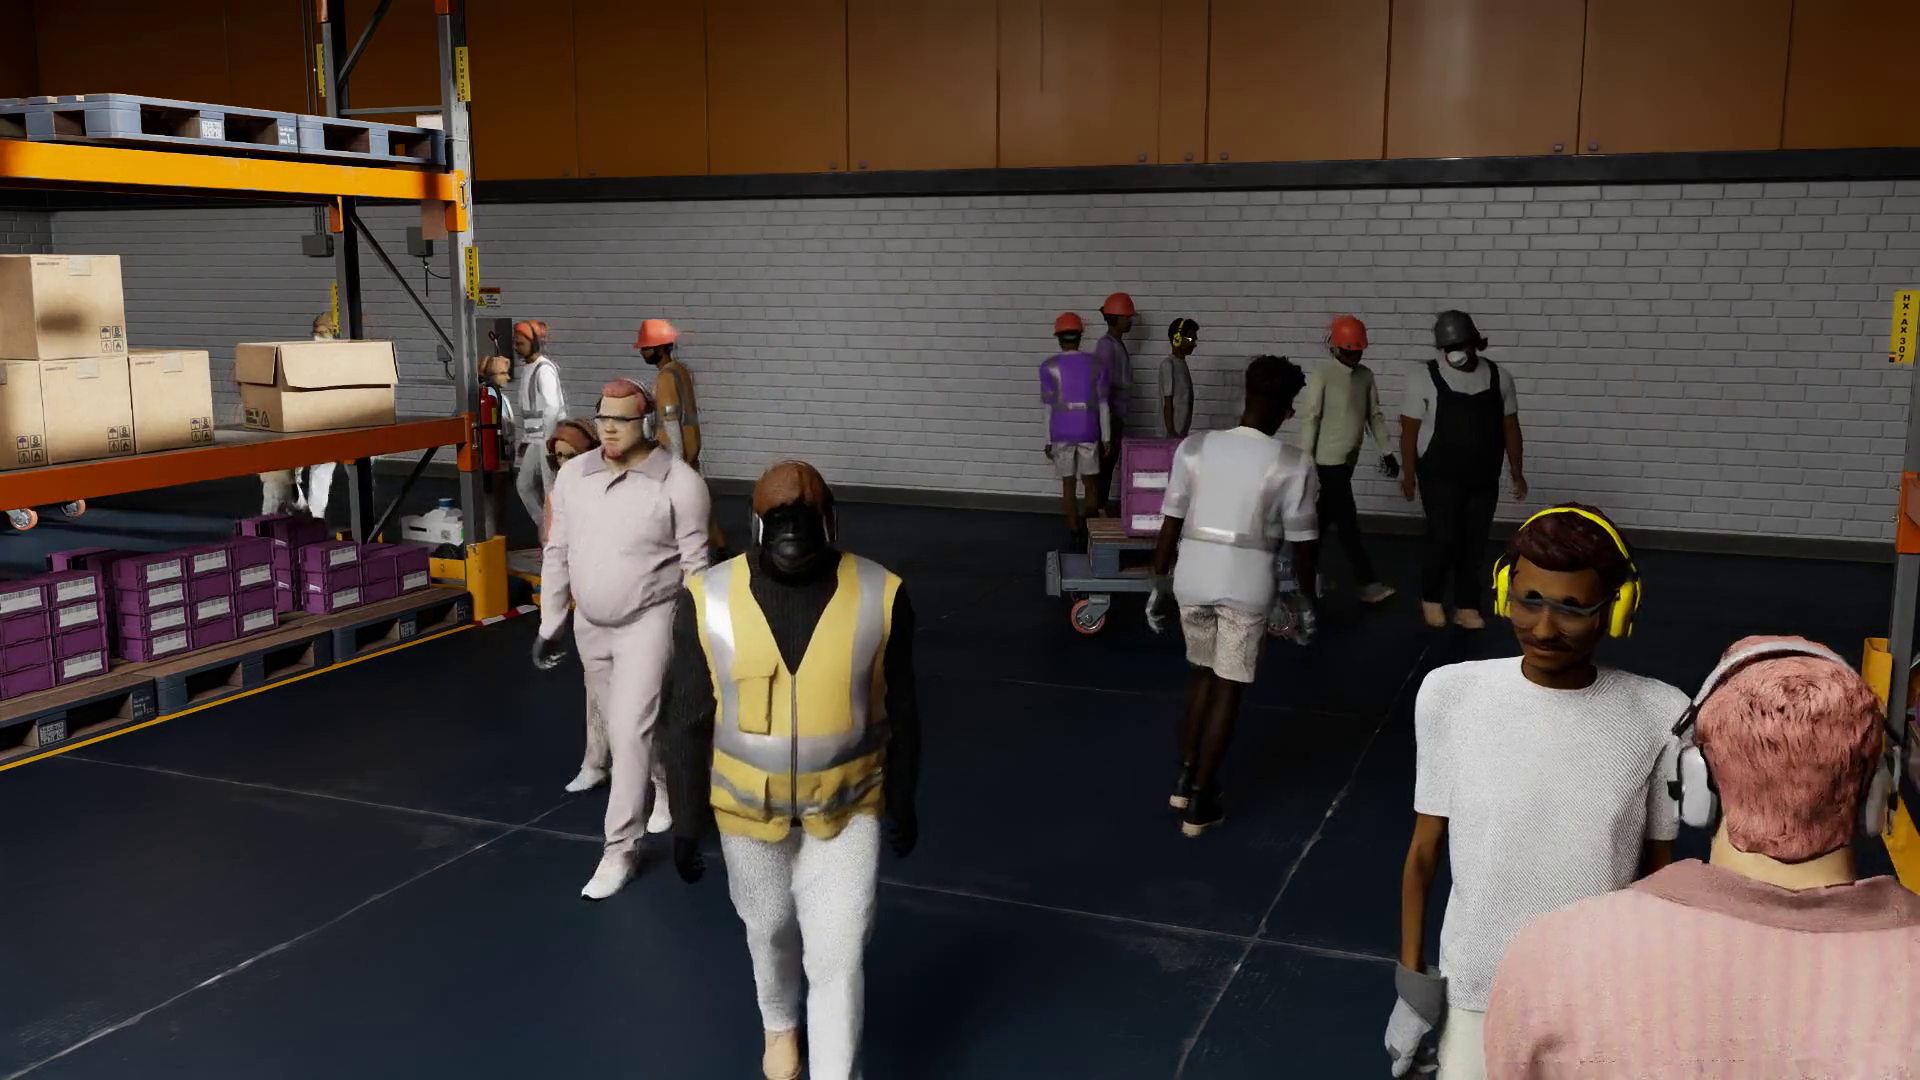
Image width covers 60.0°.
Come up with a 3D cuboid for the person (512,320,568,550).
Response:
[{"bbox_3d":[-3.189,-0.745,12.707,0.513,1.855,0.607,-5,10,-26],"label":"person"}]

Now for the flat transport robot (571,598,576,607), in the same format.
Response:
[{"bbox_3d":[-1.827,0.395,10.598,0.652,0.197,1.431,-9,13,-43],"label":"flat transport robot"}]

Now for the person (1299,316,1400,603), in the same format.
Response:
[{"bbox_3d":[2.653,-0.554,11.344,0.739,1.922,0.992,-9,13,-43],"label":"person"}]

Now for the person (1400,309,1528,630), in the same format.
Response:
[{"bbox_3d":[3.109,-0.436,10.282,0.705,2.000,0.536,-1,9,-9],"label":"person"}]

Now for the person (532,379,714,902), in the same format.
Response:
[{"bbox_3d":[-1.238,0.311,6.309,0.641,1.864,0.973,4,10,23],"label":"person"}]

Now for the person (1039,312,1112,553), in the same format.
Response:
[{"bbox_3d":[0.903,-0.833,13.102,0.584,1.905,0.556,-1,9,-5],"label":"person"}]

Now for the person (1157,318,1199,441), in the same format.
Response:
[{"bbox_3d":[1.715,-0.803,13.050,0.329,1.865,0.508,3,10,18],"label":"person"}]

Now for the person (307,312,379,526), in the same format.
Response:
[{"bbox_3d":[-4.917,-0.806,12.950,0.629,1.897,0.934,5,10,26],"label":"person"}]

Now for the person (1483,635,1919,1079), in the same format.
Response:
[{"bbox_3d":[0.913,1.043,1.916,0.641,1.855,1.000,4,10,25],"label":"person"}]

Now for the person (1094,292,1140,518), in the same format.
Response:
[{"bbox_3d":[1.329,-1.080,14.178,0.392,2.041,0.615,2,10,13],"label":"person"}]

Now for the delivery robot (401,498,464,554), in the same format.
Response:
[{"bbox_3d":[-3.770,-0.063,12.232,0.707,0.478,0.477,6,11,32],"label":"delivery robot"}]

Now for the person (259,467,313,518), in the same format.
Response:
[{"bbox_3d":[-4.719,-0.413,11.471,0.821,1.604,0.523,-5,11,-28],"label":"person"}]

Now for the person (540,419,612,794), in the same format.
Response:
[{"bbox_3d":[-1.607,0.279,7.222,0.528,1.602,0.692,6,11,34],"label":"person"}]

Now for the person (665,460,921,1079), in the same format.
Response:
[{"bbox_3d":[-0.426,0.675,4.318,0.648,1.796,0.972,0,9,-2],"label":"person"}]

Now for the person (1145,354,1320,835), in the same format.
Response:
[{"bbox_3d":[1.097,0.218,6.693,0.641,1.913,0.601,6,11,33],"label":"person"}]

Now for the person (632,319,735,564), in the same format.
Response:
[{"bbox_3d":[-1.952,-0.634,11.948,0.732,1.903,0.567,1,9,5],"label":"person"}]

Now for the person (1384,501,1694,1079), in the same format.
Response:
[{"bbox_3d":[1.039,0.853,3.013,0.517,1.865,0.327,2,10,14],"label":"person"}]

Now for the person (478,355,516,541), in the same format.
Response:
[{"bbox_3d":[-3.313,-0.490,11.827,0.310,1.638,0.522,1,9,4],"label":"person"}]

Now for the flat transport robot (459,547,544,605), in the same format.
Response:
[{"bbox_3d":[-2.878,0.238,11.547,0.652,0.197,1.431,-8,13,-42],"label":"flat transport robot"}]
